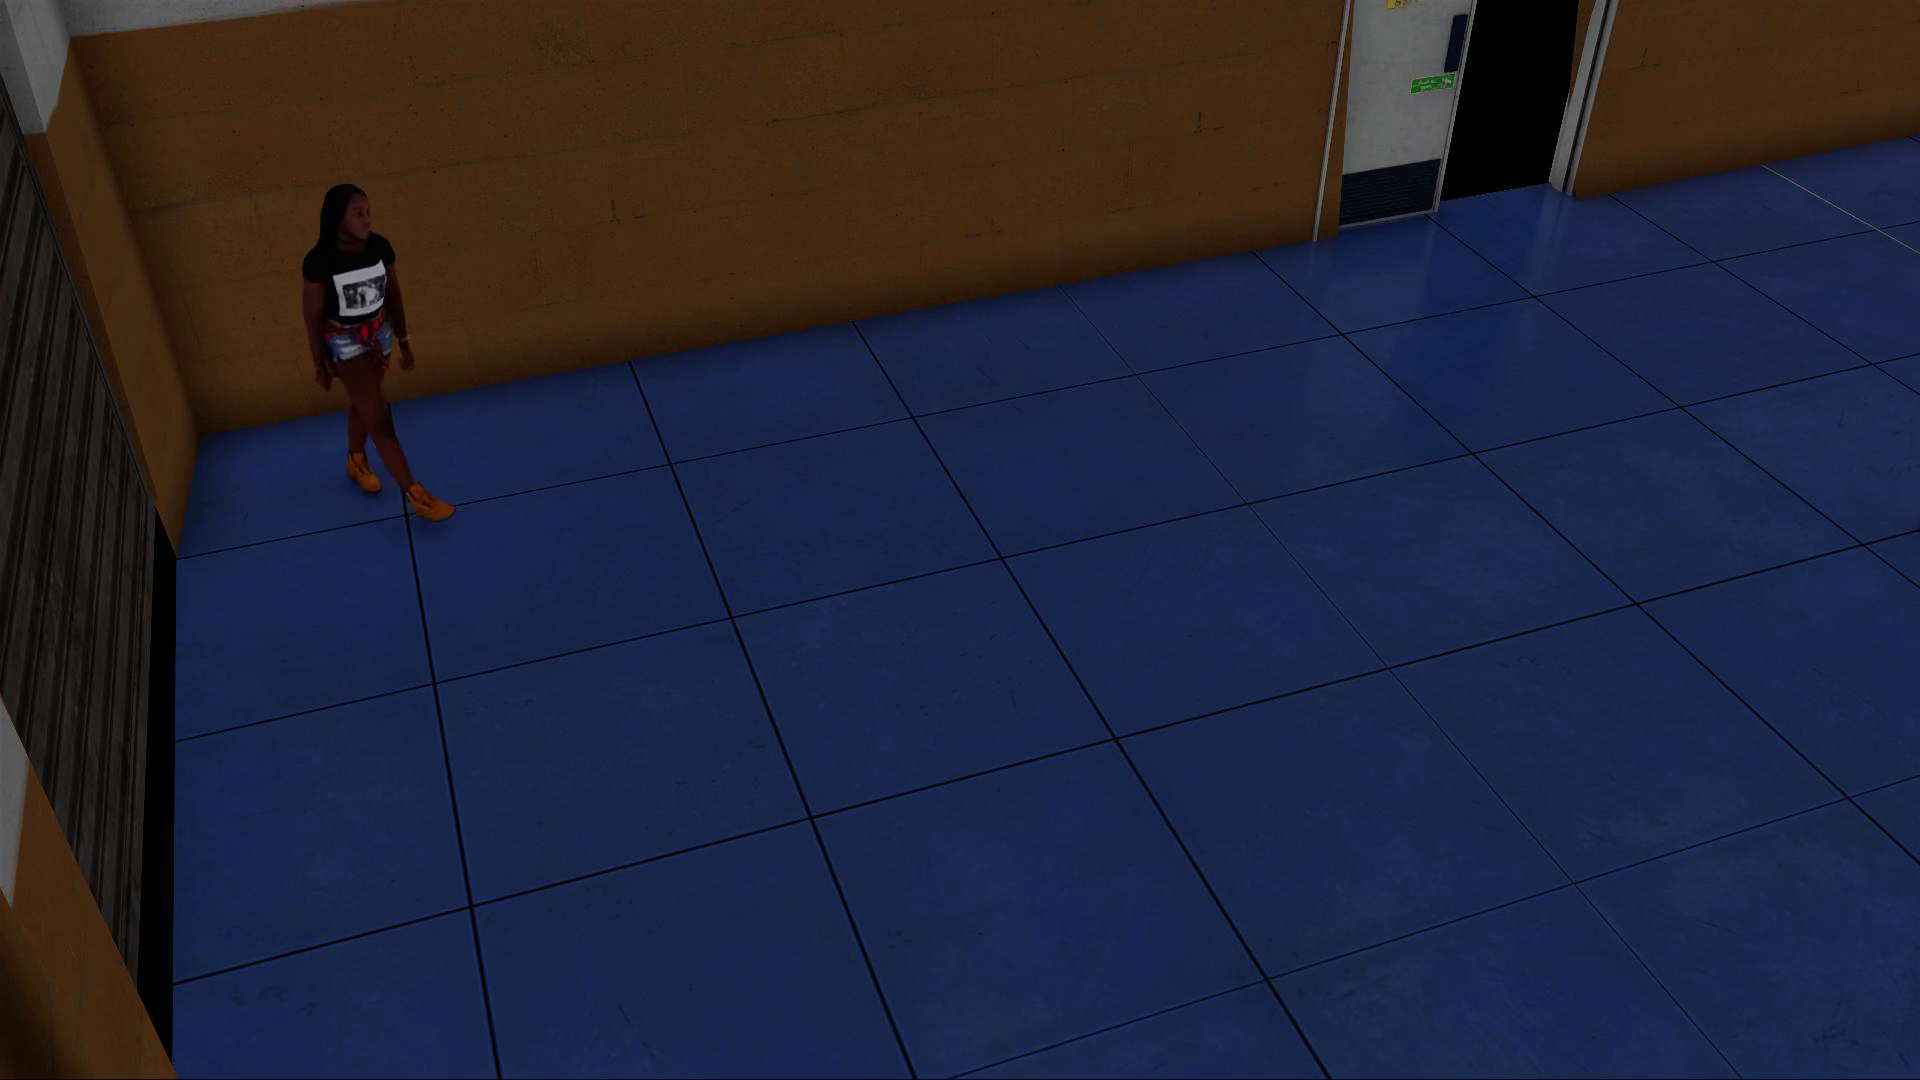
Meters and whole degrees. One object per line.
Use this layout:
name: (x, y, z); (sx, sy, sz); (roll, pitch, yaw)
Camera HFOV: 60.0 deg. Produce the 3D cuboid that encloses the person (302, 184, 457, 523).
person: (-2.917, -0.892, 7.941); (1.140, 1.675, 0.998); (28, 45, 32)
